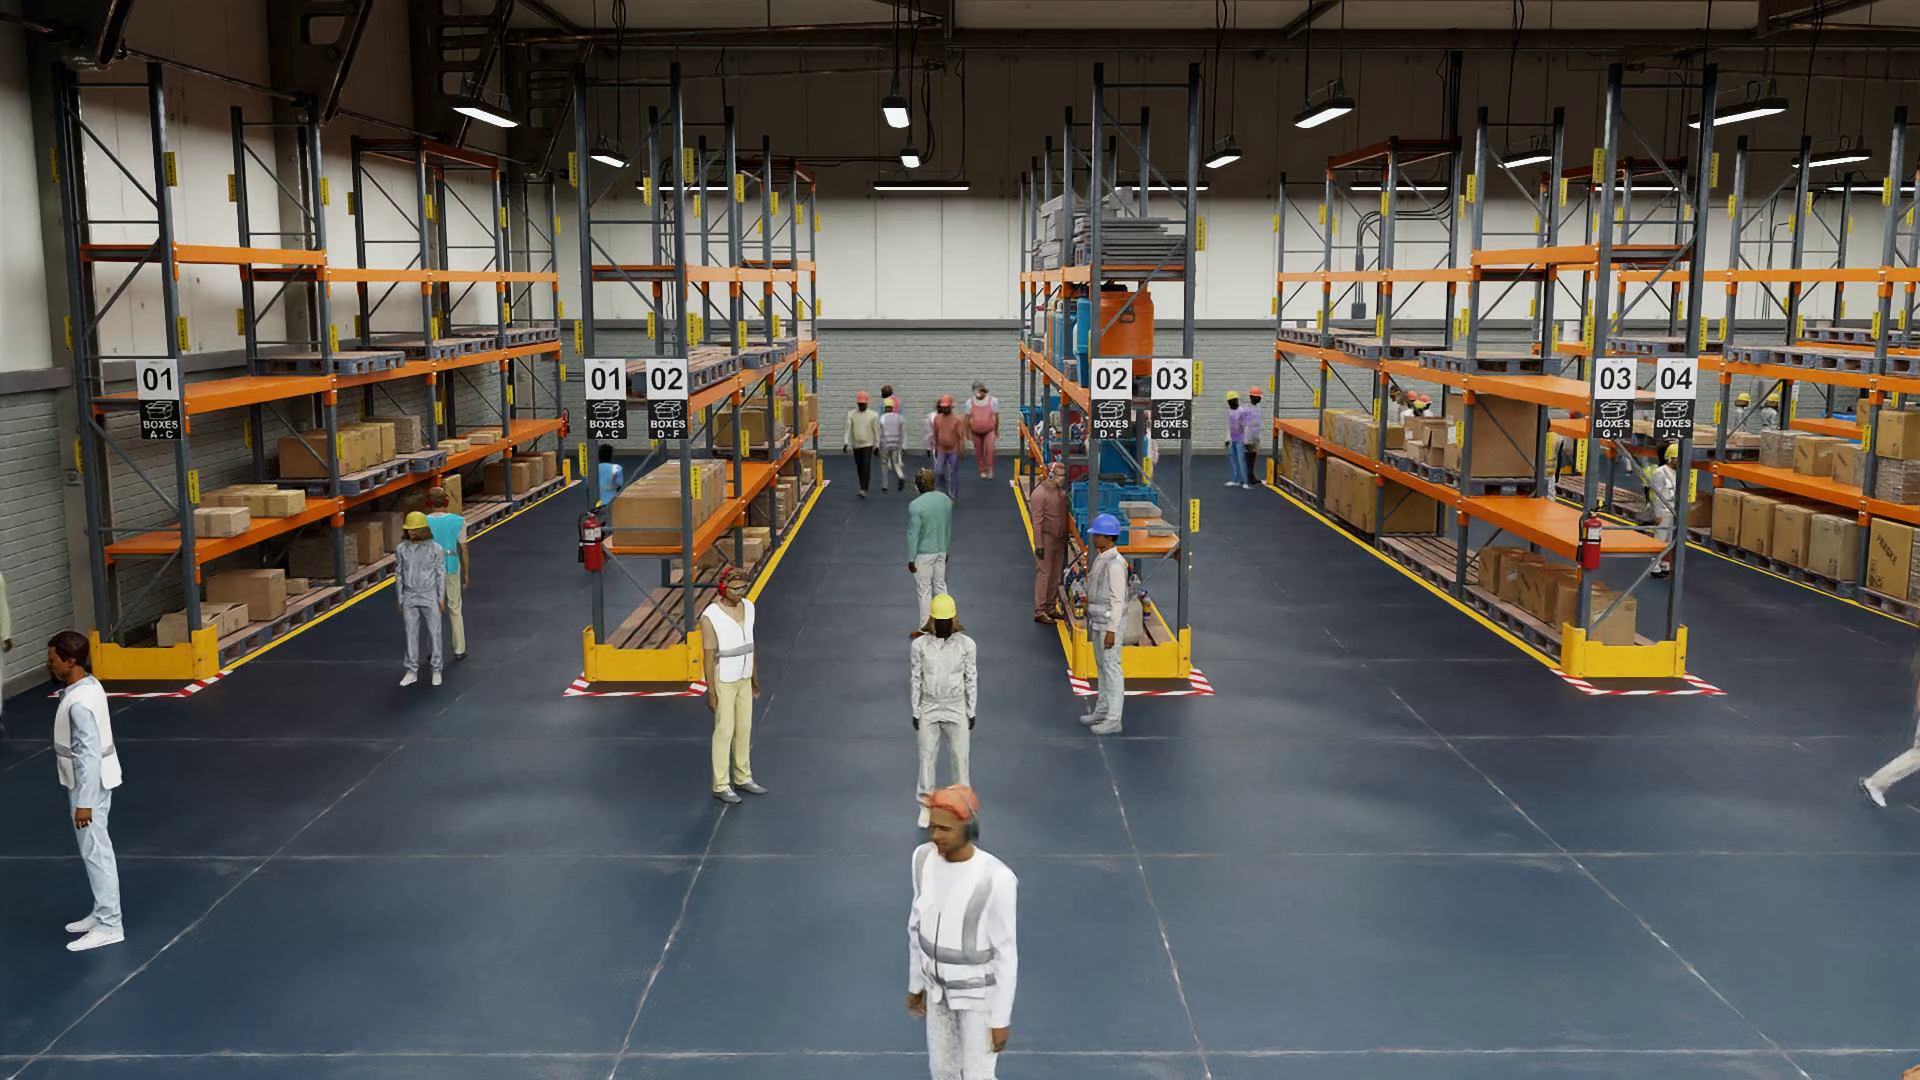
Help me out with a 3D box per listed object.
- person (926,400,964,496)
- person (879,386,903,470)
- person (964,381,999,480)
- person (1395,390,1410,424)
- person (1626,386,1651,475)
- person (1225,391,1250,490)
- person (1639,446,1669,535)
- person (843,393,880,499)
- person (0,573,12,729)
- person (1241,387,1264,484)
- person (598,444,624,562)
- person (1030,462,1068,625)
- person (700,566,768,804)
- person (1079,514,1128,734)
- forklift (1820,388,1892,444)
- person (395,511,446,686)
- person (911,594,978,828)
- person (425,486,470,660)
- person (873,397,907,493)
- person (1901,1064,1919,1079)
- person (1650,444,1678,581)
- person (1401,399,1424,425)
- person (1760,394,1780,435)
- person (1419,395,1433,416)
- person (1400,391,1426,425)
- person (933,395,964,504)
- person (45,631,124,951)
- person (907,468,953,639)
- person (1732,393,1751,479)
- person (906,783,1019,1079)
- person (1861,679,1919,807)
[{"bbox_3d":[-0.267,-1.704,30.806,0.720,1.821,0.436,-3,9,-16],"label":"person"},{"bbox_3d":[-1.486,-2.374,35.224,0.440,1.791,0.790,3,9,21],"label":"person"},{"bbox_3d":[0.424,-2.209,33.355,0.699,2.000,0.888,1,9,6],"label":"person"},{"bbox_3d":[8.881,-2.091,33.306,0.419,1.820,0.591,2,9,10],"label":"person"},{"bbox_3d":[14.047,-2.263,34.400,0.532,1.821,0.938,8,12,43],"label":"person"},{"bbox_3d":[5.361,-1.919,32.046,0.422,1.883,0.855,-2,9,-12],"label":"person"},{"bbox_3d":[10.028,-0.550,23.932,0.538,1.653,0.883,-1,9,-4],"label":"person"},{"bbox_3d":[-1.820,-1.749,30.738,0.622,1.943,1.000,2,9,13],"label":"person"},{"bbox_3d":[-8.641,0.830,14.493,0.627,1.818,0.501,-6,11,-36],"label":"person"},{"bbox_3d":[5.777,-2.055,32.735,0.388,1.929,0.545,6,11,35],"label":"person"},{"bbox_3d":[-5.011,-0.544,23.799,0.548,1.669,0.678,1,9,9],"label":"person"},{"bbox_3d":[1.076,0.028,19.450,0.401,1.893,0.654,6,11,34],"label":"person"},{"bbox_3d":[-1.764,1.099,12.757,0.407,1.830,0.577,5,10,30],"label":"person"},{"bbox_3d":[1.294,0.732,14.727,0.383,1.951,0.605,-2,9,-10],"label":"person"},{"bbox_3d":[20.072,-3.110,36.462,1.873,2.768,1.129,0,9,0],"label":"forklift"},{"bbox_3d":[-5.316,0.576,16.399,0.487,1.741,0.313,0,9,-1],"label":"person"},{"bbox_3d":[-0.118,1.246,12.119,0.486,1.736,0.320,0,9,2],"label":"person"},{"bbox_3d":[-5.437,0.360,17.442,0.566,1.849,0.387,-3,9,-16],"label":"person"},{"bbox_3d":[-1.305,-1.775,31.298,0.620,1.809,0.546,-4,10,-23],"label":"person"},{"bbox_3d":[2.979,2.389,5.115,0.279,1.624,0.494,4,10,25],"label":"person"},{"bbox_3d":[9.496,-0.378,22.243,0.597,1.831,0.403,-6,11,-34],"label":"person"},{"bbox_3d":[8.100,-1.539,29.484,0.586,1.909,0.485,1,9,4],"label":"person"},{"bbox_3d":[16.353,-2.091,33.595,0.324,1.729,0.494,-1,9,-4],"label":"person"},{"bbox_3d":[9.150,-1.983,32.823,0.341,1.749,0.572,3,9,19],"label":"person"},{"bbox_3d":[8.469,-1.824,31.248,0.544,1.929,0.389,-4,10,-23],"label":"person"},{"bbox_3d":[-0.219,-1.596,29.608,0.636,1.968,0.655,3,9,18],"label":"person"},{"bbox_3d":[-5.237,1.484,9.988,0.376,1.917,0.600,-5,10,-27],"label":"person"},{"bbox_3d":[-0.346,0.160,18.488,0.378,1.929,0.634,8,12,43],"label":"person"},{"bbox_3d":[15.786,-2.102,33.649,0.311,1.735,0.484,2,9,16],"label":"person"},{"bbox_3d":[0.008,1.950,7.140,0.587,1.878,0.348,9,12,44],"label":"person"},{"bbox_3d":[7.239,1.262,12.390,0.771,1.604,0.520,7,11,37],"label":"person"}]
